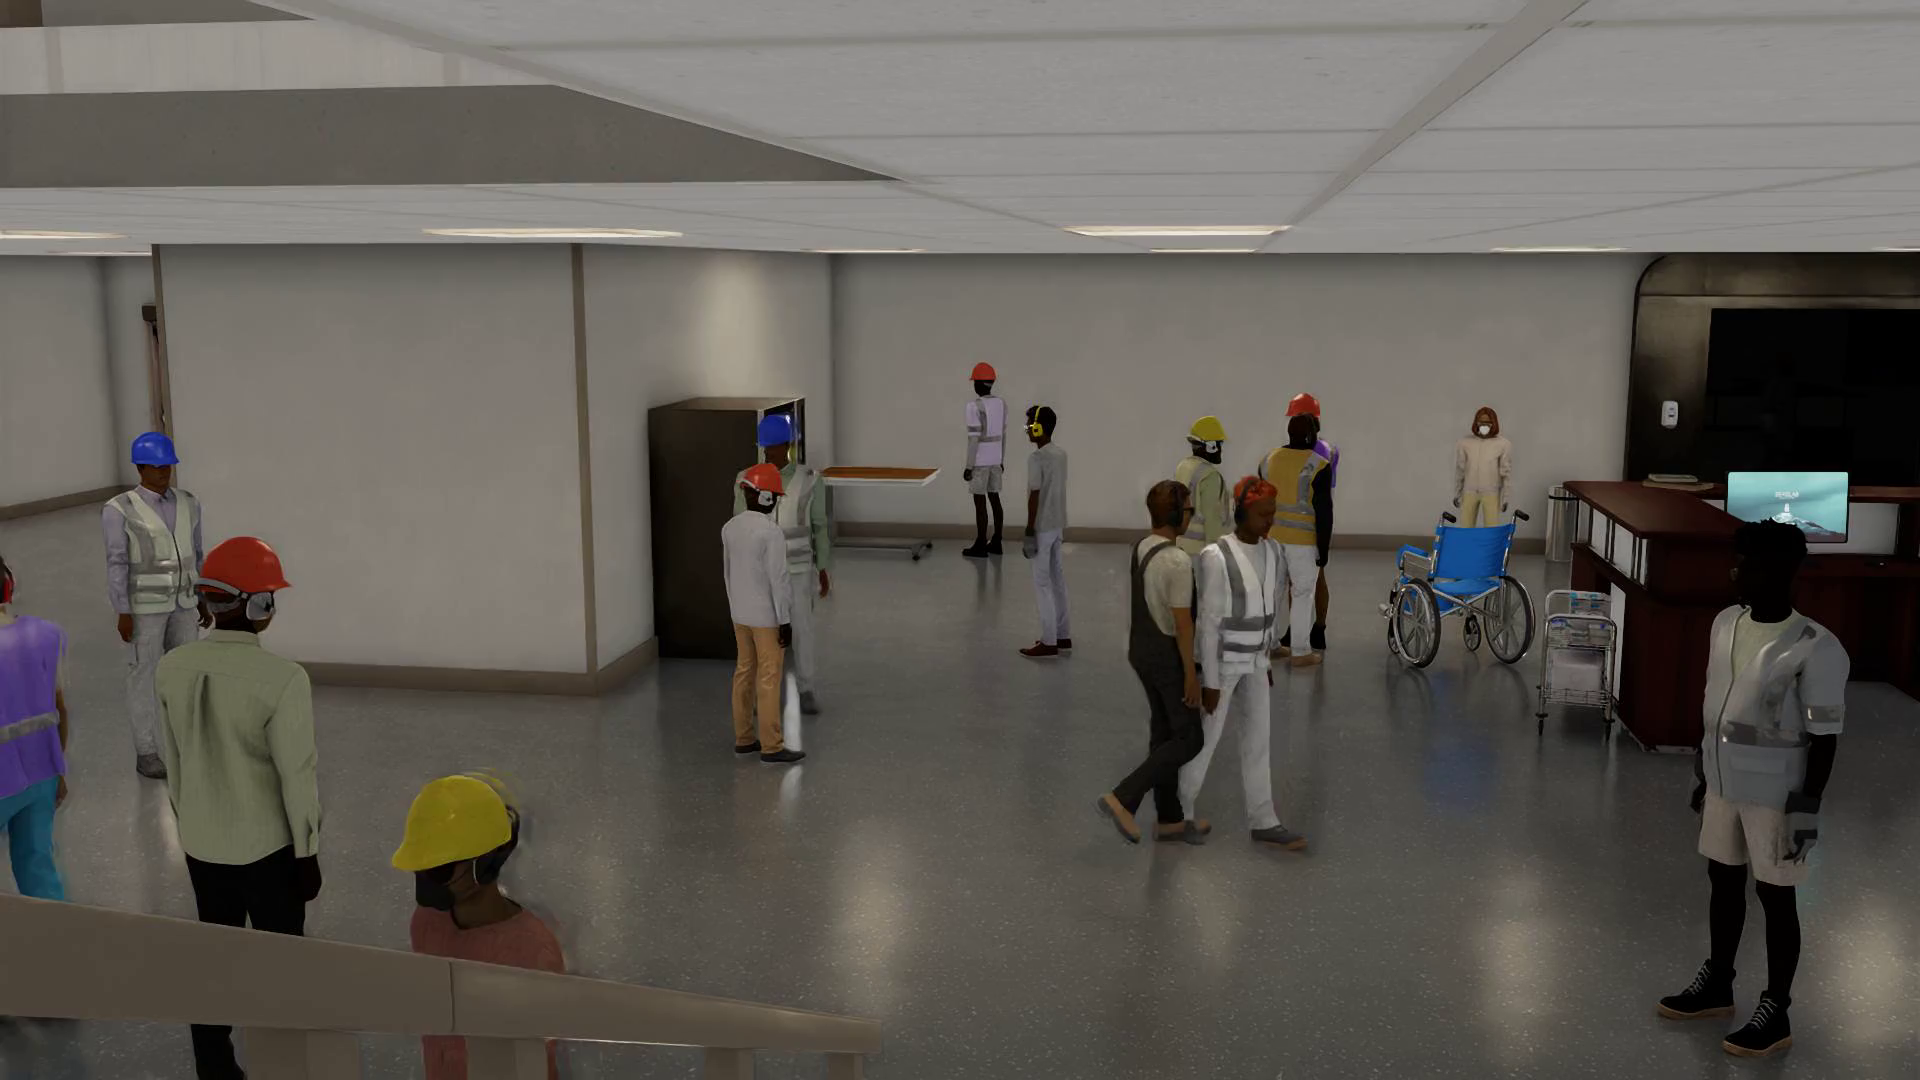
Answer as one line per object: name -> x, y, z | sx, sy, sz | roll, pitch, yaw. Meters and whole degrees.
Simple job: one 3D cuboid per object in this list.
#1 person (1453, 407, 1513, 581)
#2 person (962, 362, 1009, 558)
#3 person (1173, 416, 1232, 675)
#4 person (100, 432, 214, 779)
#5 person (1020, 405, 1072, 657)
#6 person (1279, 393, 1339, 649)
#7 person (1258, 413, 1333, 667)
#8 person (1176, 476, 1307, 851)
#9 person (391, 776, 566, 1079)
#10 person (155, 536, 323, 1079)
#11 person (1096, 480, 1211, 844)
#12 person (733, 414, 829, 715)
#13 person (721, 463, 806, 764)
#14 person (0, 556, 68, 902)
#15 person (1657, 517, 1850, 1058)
person -> 4.729, -0.394, 15.069 | 0.504, 1.627, 0.285 | 5, 11, 30
person -> 0.235, -0.795, 16.563 | 0.357, 1.937, 0.551 | 8, 12, 42
person -> 1.715, 0.036, 11.801 | 0.404, 1.826, 0.593 | -2, 10, -14
person -> -4.529, 0.355, 9.439 | 0.389, 1.948, 0.605 | 5, 10, 26
person -> 0.636, -0.066, 12.326 | 0.339, 1.858, 0.502 | 5, 11, 30
person -> 2.551, -0.124, 12.423 | 0.542, 1.939, 0.366 | -5, 10, -28
person -> 2.436, -0.002, 12.027 | 0.433, 1.836, 0.617 | -8, 12, -41
person -> 1.379, 0.605, 8.202 | 0.605, 1.889, 0.540 | -9, 13, -43
person -> -1.121, 1.392, 3.674 | 0.531, 1.743, 0.730 | 6, 11, 33
person -> -2.344, 0.975, 5.510 | 0.602, 1.985, 0.404 | 4, 10, 22
person -> 0.977, 0.619, 8.151 | 0.586, 1.833, 0.539 | -3, 10, -19
person -> -1.142, 0.168, 10.650 | 0.629, 1.937, 0.412 | 0, 9, 0
person -> -1.140, 0.422, 9.649 | 0.334, 1.743, 0.560 | -8, 12, -41
person -> -3.609, 0.936, 6.259 | 0.456, 1.813, 0.636 | 3, 10, 20
person -> 2.906, 0.889, 6.083 | 0.367, 1.966, 0.604 | -3, 10, -18
